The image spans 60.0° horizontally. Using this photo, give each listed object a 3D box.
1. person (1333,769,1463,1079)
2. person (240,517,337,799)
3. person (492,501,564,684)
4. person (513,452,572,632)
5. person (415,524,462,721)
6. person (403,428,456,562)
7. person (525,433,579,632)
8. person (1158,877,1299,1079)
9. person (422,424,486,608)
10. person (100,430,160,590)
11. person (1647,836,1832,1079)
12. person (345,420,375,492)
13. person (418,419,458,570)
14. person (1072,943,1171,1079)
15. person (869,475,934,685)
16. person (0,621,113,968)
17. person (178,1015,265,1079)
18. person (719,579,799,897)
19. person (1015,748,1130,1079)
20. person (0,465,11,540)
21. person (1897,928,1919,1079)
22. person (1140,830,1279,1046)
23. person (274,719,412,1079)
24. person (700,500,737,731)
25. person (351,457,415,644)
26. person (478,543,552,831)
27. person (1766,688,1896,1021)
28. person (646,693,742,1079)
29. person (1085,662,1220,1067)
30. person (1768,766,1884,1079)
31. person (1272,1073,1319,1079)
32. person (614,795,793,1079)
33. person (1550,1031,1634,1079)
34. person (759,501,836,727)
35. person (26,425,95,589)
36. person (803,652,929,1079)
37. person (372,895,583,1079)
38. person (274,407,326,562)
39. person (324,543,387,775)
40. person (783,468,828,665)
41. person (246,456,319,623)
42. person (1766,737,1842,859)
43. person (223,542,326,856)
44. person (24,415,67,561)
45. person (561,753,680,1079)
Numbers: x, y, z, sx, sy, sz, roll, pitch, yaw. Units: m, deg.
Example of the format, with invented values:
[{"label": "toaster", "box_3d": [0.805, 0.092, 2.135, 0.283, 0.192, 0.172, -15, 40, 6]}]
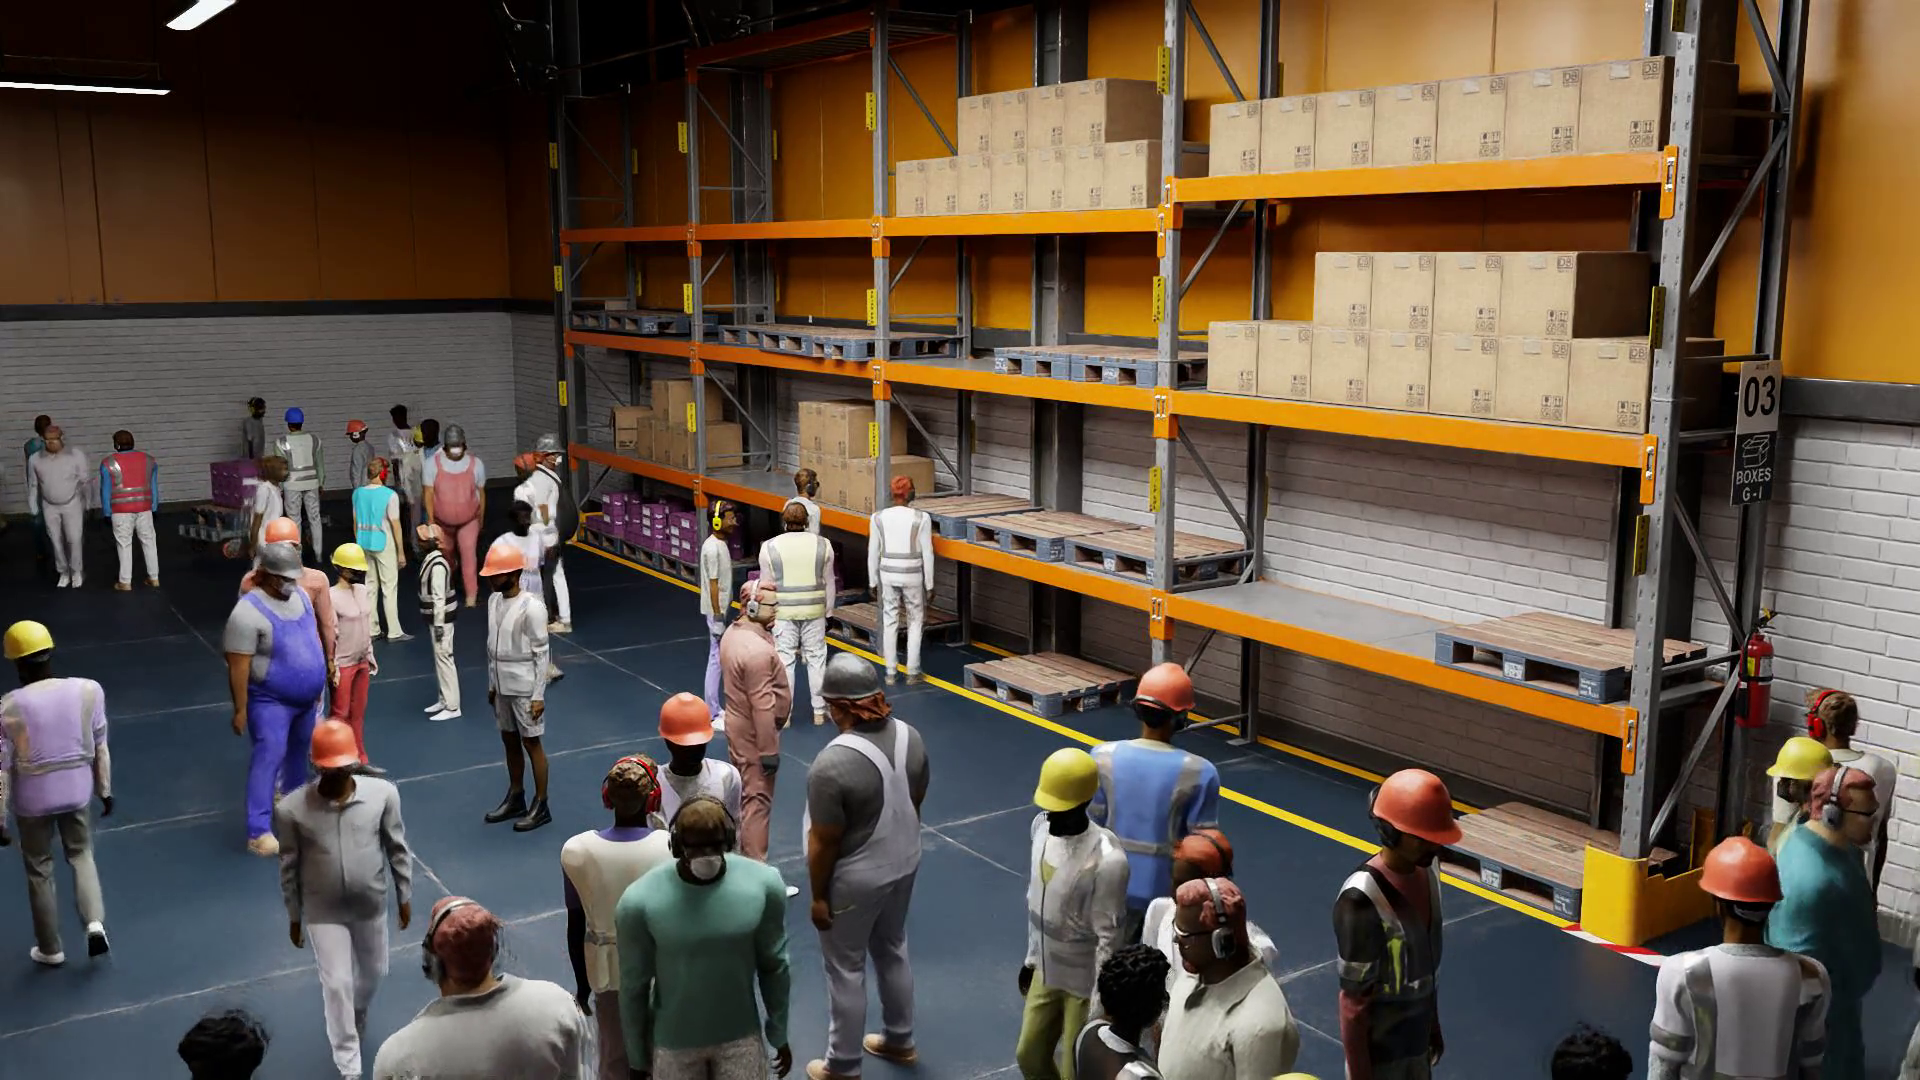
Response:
[{"label": "person", "box_3d": [1.572, 1.789, 5.972, 0.409, 2.028, 0.615, 8, 13, 40]}, {"label": "person", "box_3d": [-4.697, 0.827, 11.688, 0.612, 1.997, 0.375, -2, 10, -14]}, {"label": "person", "box_3d": [-3.869, 0.473, 14.769, 0.551, 1.645, 0.895, -8, 13, -40]}, {"label": "person", "box_3d": [-4.220, 0.033, 16.768, 0.453, 1.857, 0.644, 8, 13, 39]}, {"label": "person", "box_3d": [-4.302, 0.669, 13.703, 0.315, 1.630, 0.516, -4, 11, -24]}, {"label": "person", "box_3d": [-6.571, -0.531, 20.486, 0.529, 1.705, 0.957, -8, 12, -39]}, {"label": "person", "box_3d": [-4.152, -0.087, 16.931, 0.535, 2.000, 0.682, -2, 10, -10]}, {"label": "person", "box_3d": [0.801, 1.978, 5.249, 0.400, 1.896, 0.653, -2, 10, -13]}, {"label": "person", "box_3d": [-5.557, -0.323, 18.315, 0.677, 2.000, 1.003, -3, 10, -17]}, {"label": "person", "box_3d": [-9.511, -0.345, 19.069, 0.431, 1.835, 0.624, 9, 13, 42]}, {"label": "person", "box_3d": [2.517, 1.921, 5.473, 0.544, 1.930, 0.388, 1, 10, 4]}, {"label": "person", "box_3d": [-7.641, -0.669, 21.242, 0.354, 1.735, 0.581, -1, 10, -3]}, {"label": "person", "box_3d": [-6.176, -0.485, 19.729, 0.624, 1.929, 0.494, 6, 12, 33]}, {"label": "person", "box_3d": [0.503, 2.084, 5.213, 0.320, 1.694, 0.535, -3, 10, -16]}, {"label": "person", "box_3d": [-0.513, 0.359, 14.771, 0.593, 1.881, 0.351, 2, 10, 14]}, {"label": "person", "box_3d": [-4.819, 1.358, 8.820, 0.517, 1.908, 0.623, 9, 13, 42]}, {"label": "person", "box_3d": [-2.075, 2.152, 4.913, 0.529, 1.665, 0.788, -2, 10, -14]}, {"label": "person", "box_3d": [-1.202, 1.174, 9.938, 0.401, 1.904, 0.640, -4, 10, -21]}, {"label": "person", "box_3d": [0.434, 1.733, 6.645, 0.391, 1.904, 0.617, -5, 11, -29]}, {"label": "person", "box_3d": [-12.711, -0.786, 21.667, 0.556, 1.827, 0.454, 7, 12, 34]}, {"label": "person", "box_3d": [4.324, 1.772, 6.960, 0.505, 1.706, 0.792, -6, 11, -31]}, {"label": "person", "box_3d": [0.834, 1.891, 5.818, 0.403, 1.882, 0.739, -6, 11, -32]}, {"label": "person", "box_3d": [-2.846, 1.641, 7.707, 0.569, 1.727, 0.737, -5, 11, -28]}, {"label": "person", "box_3d": [-1.934, 0.599, 13.405, 0.313, 1.869, 0.528, -1, 10, -5]}, {"label": "person", "box_3d": [-5.714, 0.111, 16.357, 0.564, 1.840, 0.395, 4, 11, 25]}, {"label": "person", "box_3d": [-2.967, 0.970, 11.034, 0.551, 1.932, 0.377, 8, 12, 38]}, {"label": "person", "box_3d": [3.979, 1.598, 7.645, 0.563, 1.836, 0.384, -1, 10, -4]}, {"label": "person", "box_3d": [-1.179, 1.606, 7.296, 0.551, 1.935, 0.372, -6, 11, -33]}, {"label": "person", "box_3d": [0.855, 1.546, 7.385, 0.620, 2.033, 0.426, 4, 11, 23]}, {"label": "person", "box_3d": [3.283, 1.774, 6.450, 0.497, 1.886, 0.667, 7, 12, 35]}, {"label": "person", "box_3d": [0.836, 2.209, 4.346, 0.321, 1.737, 0.485, 2, 10, 12]}, {"label": "person", "box_3d": [-0.921, 1.833, 6.064, 0.634, 1.919, 0.422, -4, 10, -21]}, {"label": "person", "box_3d": [1.755, 2.169, 4.829, 0.540, 1.655, 0.886, -3, 10, -19]}, {"label": "person", "box_3d": [-1.317, 0.601, 13.479, 0.622, 1.844, 0.429, -2, 10, -13]}, {"label": "person", "box_3d": [-10.301, -0.365, 19.008, 0.673, 1.885, 0.621, -2, 10, -12]}, {"label": "person", "box_3d": [-0.474, 1.497, 7.633, 0.538, 2.000, 0.686, 8, 13, 40]}, {"label": "person", "box_3d": [-1.492, 2.001, 5.100, 0.678, 1.889, 0.465, -9, 13, -42]}, {"label": "person", "box_3d": [-8.168, -0.667, 20.596, 0.609, 1.950, 0.379, -8, 13, -41]}, {"label": "person", "box_3d": [-4.391, 0.891, 12.013, 0.320, 1.763, 0.522, 2, 10, 13]}, {"label": "person", "box_3d": [-1.462, 0.243, 15.609, 0.352, 1.837, 0.502, -9, 13, -43]}, {"label": "person", "box_3d": [-6.925, 0.040, 16.919, 1.016, 1.785, 0.528, -2, 10, -12]}, {"label": "person", "box_3d": [3.619, 1.712, 7.197, 0.340, 1.761, 0.525, 5, 11, 25]}, {"label": "person", "box_3d": [-4.458, 0.949, 10.850, 0.551, 2.000, 0.804, 3, 10, 16]}, {"label": "person", "box_3d": [-11.430, -0.649, 20.843, 0.505, 1.839, 0.339, 1, 10, 4]}, {"label": "person", "box_3d": [-1.286, 1.764, 6.635, 0.567, 1.846, 0.389, 1, 10, 3]}]
